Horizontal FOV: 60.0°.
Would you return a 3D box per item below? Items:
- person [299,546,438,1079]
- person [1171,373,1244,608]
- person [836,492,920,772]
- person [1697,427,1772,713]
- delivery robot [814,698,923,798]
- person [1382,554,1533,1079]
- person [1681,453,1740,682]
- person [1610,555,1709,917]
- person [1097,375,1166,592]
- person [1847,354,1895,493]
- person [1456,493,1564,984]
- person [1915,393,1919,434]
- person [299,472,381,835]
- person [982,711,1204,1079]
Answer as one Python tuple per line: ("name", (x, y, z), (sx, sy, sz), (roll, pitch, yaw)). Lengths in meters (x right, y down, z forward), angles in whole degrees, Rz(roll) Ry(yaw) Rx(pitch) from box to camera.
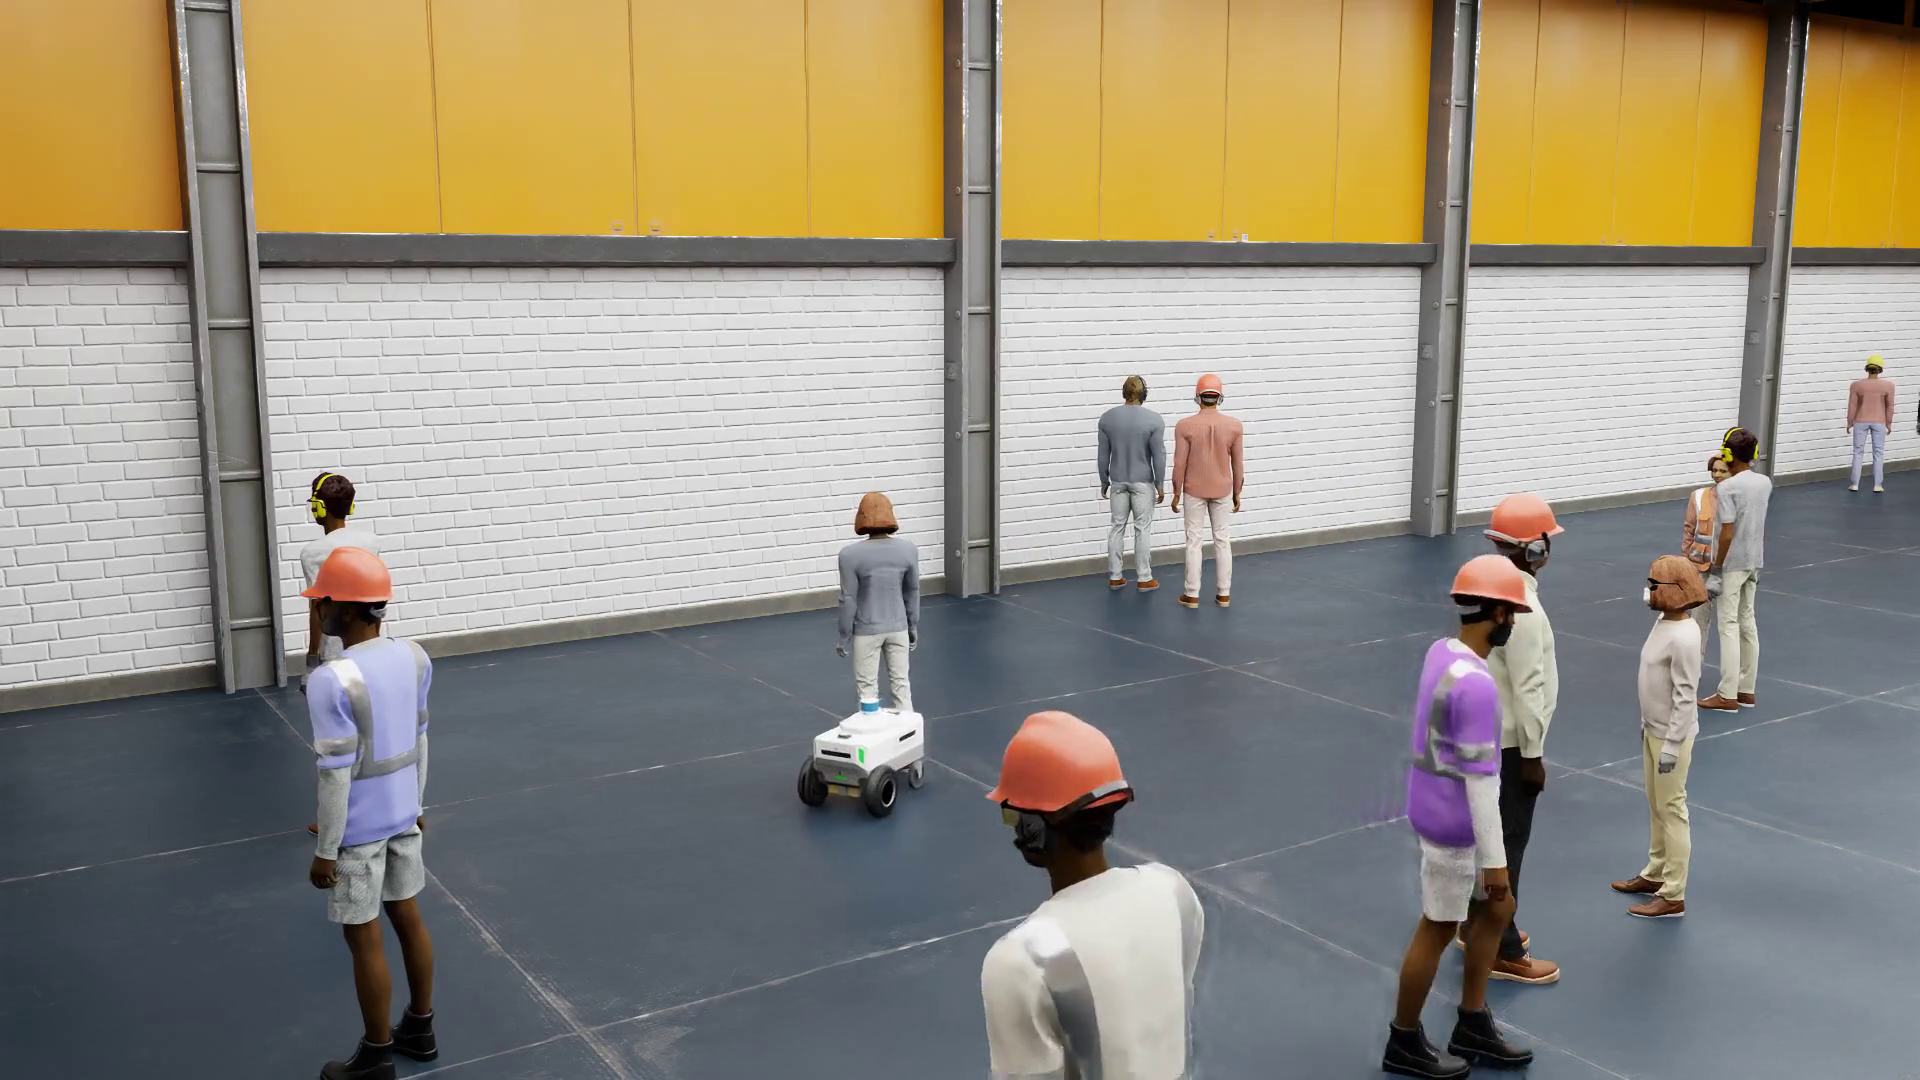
("person", (-2.101, 0.981, 5.893), (0.345, 1.940, 0.551), (3, 10, 19))
("person", (2.098, -0.416, 14.149), (0.624, 1.992, 0.390), (-1, 10, -8))
("person", (-0.466, 0.538, 9.489), (0.506, 1.631, 0.277), (-5, 11, -27))
("person", (5.047, 0.197, 10.861), (0.521, 1.864, 0.335), (-6, 11, -32))
("delivery robot", (-0.490, 1.103, 9.046), (0.477, 0.478, 0.707), (5, 11, 27))
("person", (1.846, 1.003, 5.875), (0.702, 1.896, 0.610), (1, 10, 9))
("person", (5.213, 0.212, 11.436), (0.308, 1.641, 0.514), (-9, 13, -42))
("person", (3.155, 0.874, 7.465), (0.284, 1.633, 0.497), (2, 10, 10))
("person", (1.538, -0.504, 14.850), (0.636, 1.938, 0.355), (5, 11, 27))
("person", (11.646, -1.487, 21.292), (0.523, 1.769, 0.323), (5, 11, 29))
("person", (2.264, 0.798, 6.830), (0.375, 1.997, 0.611), (0, 9, 0))
("person", (12.331, -1.515, 20.875), (0.620, 1.950, 0.562), (2, 10, 12))
("person", (-3.165, 0.583, 8.507), (0.317, 1.870, 0.531), (4, 10, 23))
("person", (0.359, 1.367, 3.415), (0.608, 2.007, 0.965), (-8, 12, -38))
